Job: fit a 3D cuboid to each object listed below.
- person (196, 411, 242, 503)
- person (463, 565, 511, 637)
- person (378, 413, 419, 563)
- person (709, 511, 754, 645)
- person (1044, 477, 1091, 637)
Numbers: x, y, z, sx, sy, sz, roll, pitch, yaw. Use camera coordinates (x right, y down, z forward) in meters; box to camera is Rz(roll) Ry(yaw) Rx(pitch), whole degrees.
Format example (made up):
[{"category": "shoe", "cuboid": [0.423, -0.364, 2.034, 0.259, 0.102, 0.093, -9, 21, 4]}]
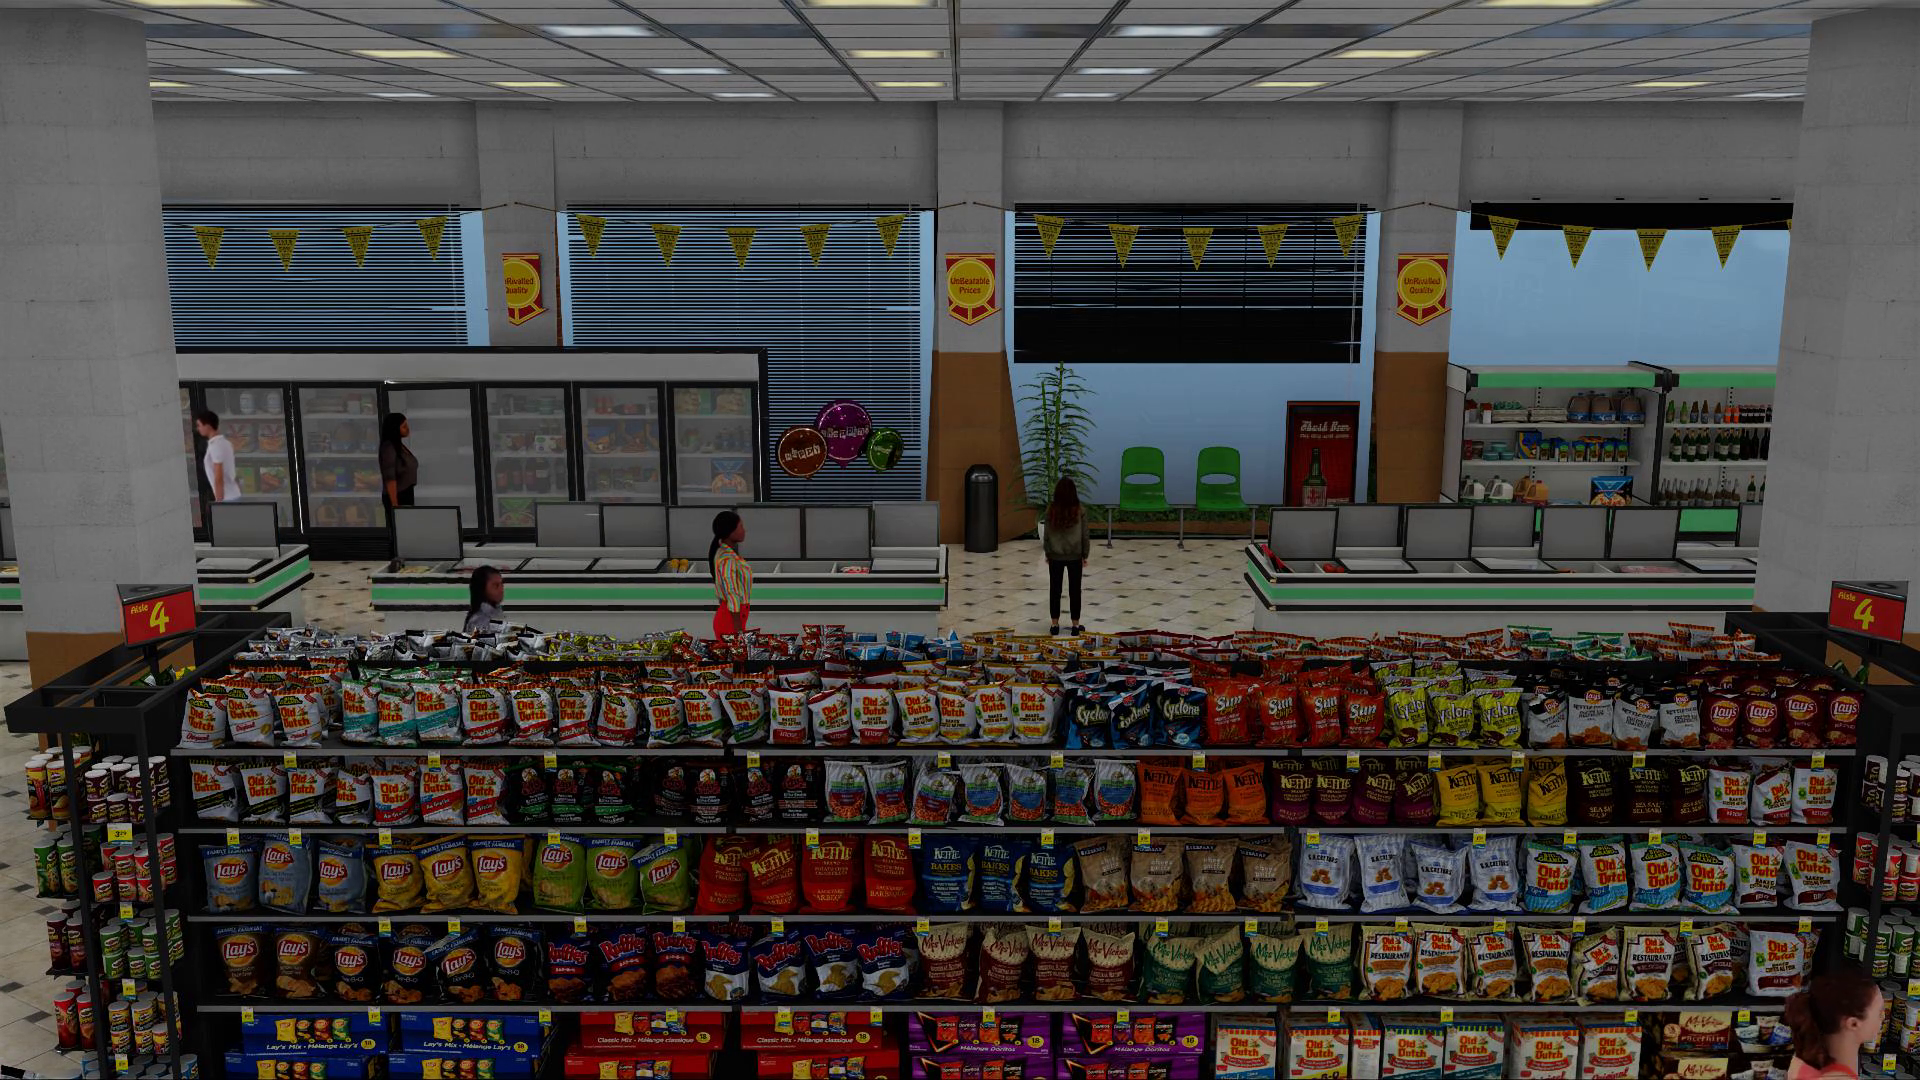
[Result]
[{"category": "person", "cuboid": [-7.519, -0.405, 17.074, 0.867, 1.827, 0.948, -3, 12, -16]}, {"category": "person", "cuboid": [-3.073, 1.000, 10.682, 0.690, 1.710, 0.675, 2, 12, 11]}, {"category": "person", "cuboid": [-5.740, -0.387, 16.961, 0.628, 1.838, 0.663, -2, 12, -7]}, {"category": "person", "cuboid": [-1.665, 0.667, 12.060, 0.626, 1.793, 0.652, -4, 12, -17]}, {"category": "person", "cuboid": [0.974, 0.146, 15.306, 0.507, 1.476, 0.675, 2, 12, 11]}]
